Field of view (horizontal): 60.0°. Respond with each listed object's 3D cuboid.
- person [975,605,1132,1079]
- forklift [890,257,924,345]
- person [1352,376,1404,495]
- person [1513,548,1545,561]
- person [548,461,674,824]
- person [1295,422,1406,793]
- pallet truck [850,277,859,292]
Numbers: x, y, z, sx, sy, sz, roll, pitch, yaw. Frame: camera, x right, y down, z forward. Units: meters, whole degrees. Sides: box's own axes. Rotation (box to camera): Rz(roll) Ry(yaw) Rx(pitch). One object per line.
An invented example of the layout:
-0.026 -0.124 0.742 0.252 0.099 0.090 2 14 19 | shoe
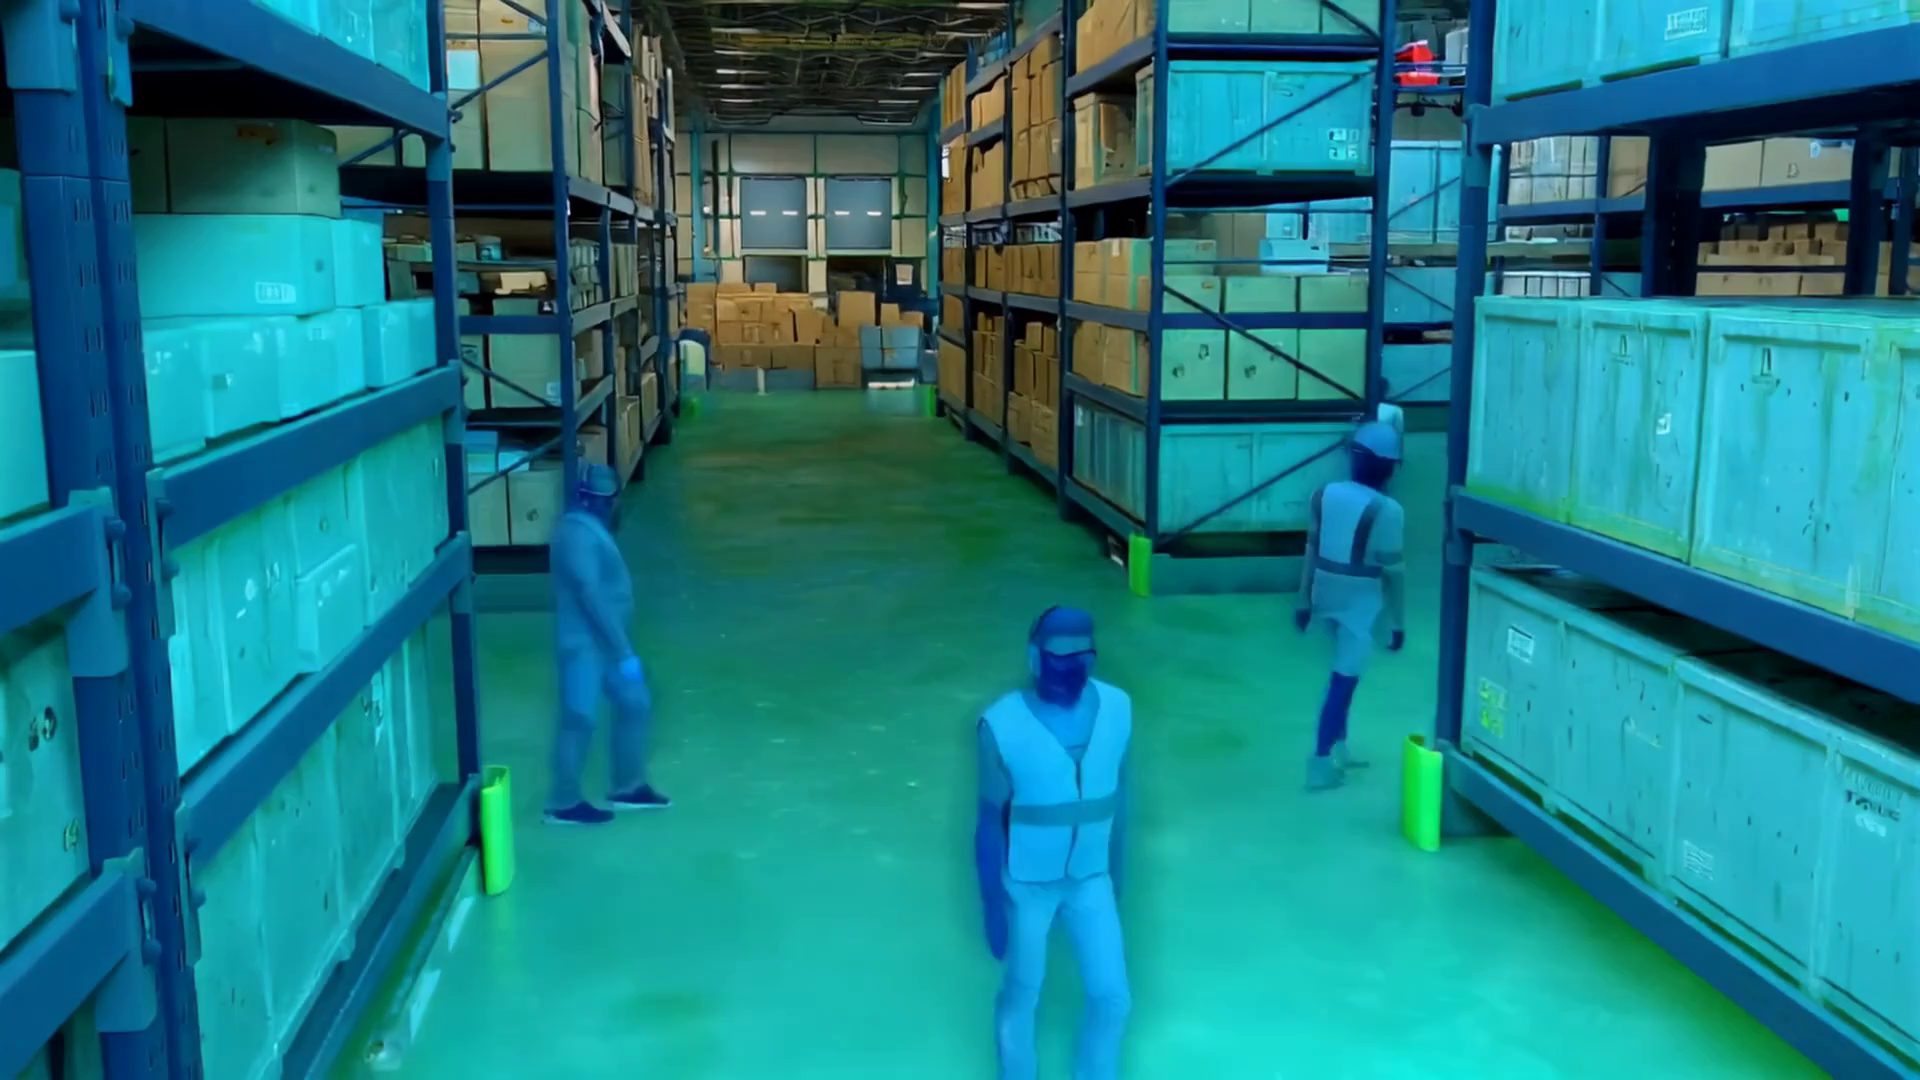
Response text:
0.327 1.101 5.231 0.591 1.817 0.704 -5 11 -28 | person
-1.769 -7.658 53.147 1.129 2.768 1.873 -1 10 -7 | forklift
4.204 -0.849 16.983 0.552 1.669 0.697 -1 10 -5 | person
5.466 -0.702 15.545 0.648 1.887 0.706 7 12 36 | person
-1.752 0.535 8.379 0.737 1.875 0.652 0 10 -2 | person
2.170 0.364 8.978 0.755 2.006 0.638 -6 12 -33 | person
-3.782 -9.391 65.808 1.885 1.965 0.823 2 10 10 | pallet truck
